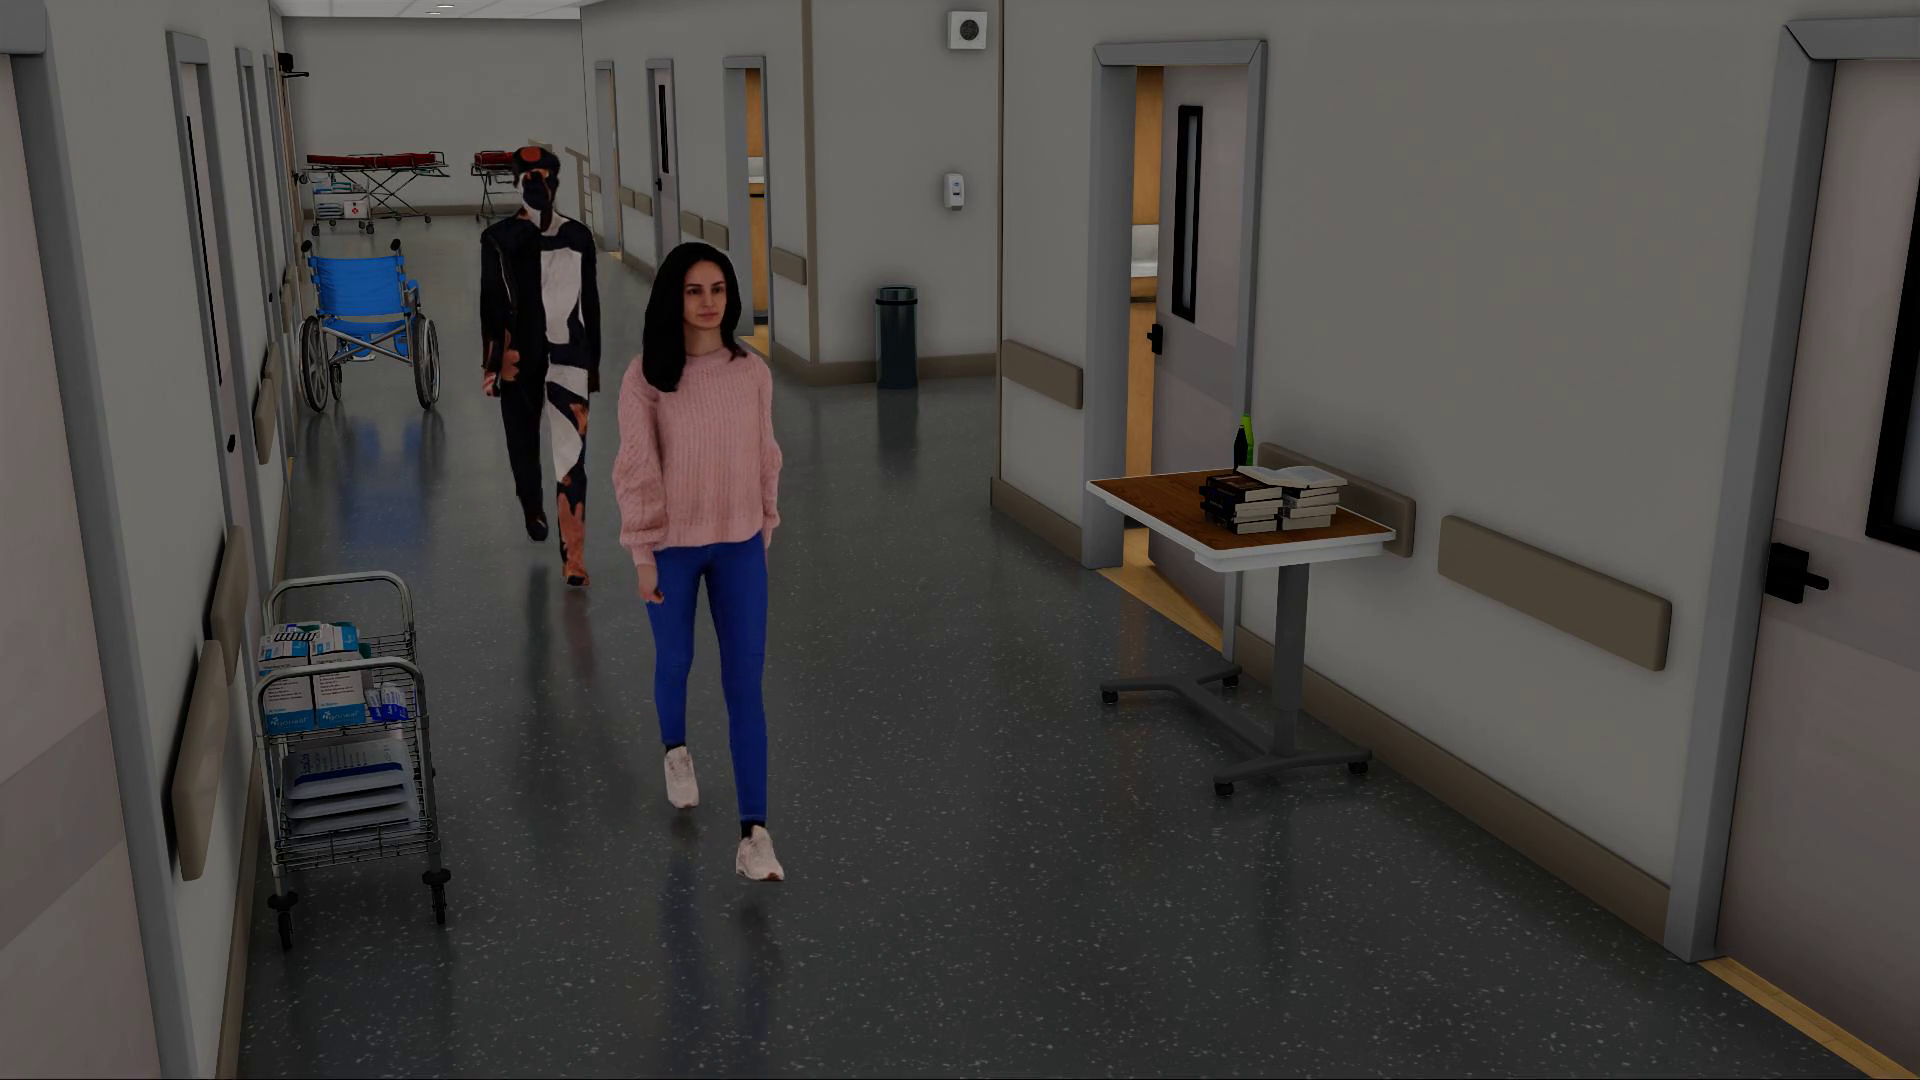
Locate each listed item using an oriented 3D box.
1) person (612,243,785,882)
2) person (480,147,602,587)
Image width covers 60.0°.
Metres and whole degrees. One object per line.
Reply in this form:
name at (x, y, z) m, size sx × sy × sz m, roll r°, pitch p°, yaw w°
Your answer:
person at (-0.769, 0.055, 4.735) m, size 0.639 × 1.713 × 1.173 m, roll -6°, pitch 17°, yaw -19°
person at (-1.862, -0.769, 7.375) m, size 0.714 × 1.867 × 1.148 m, roll -5°, pitch 16°, yaw -17°
